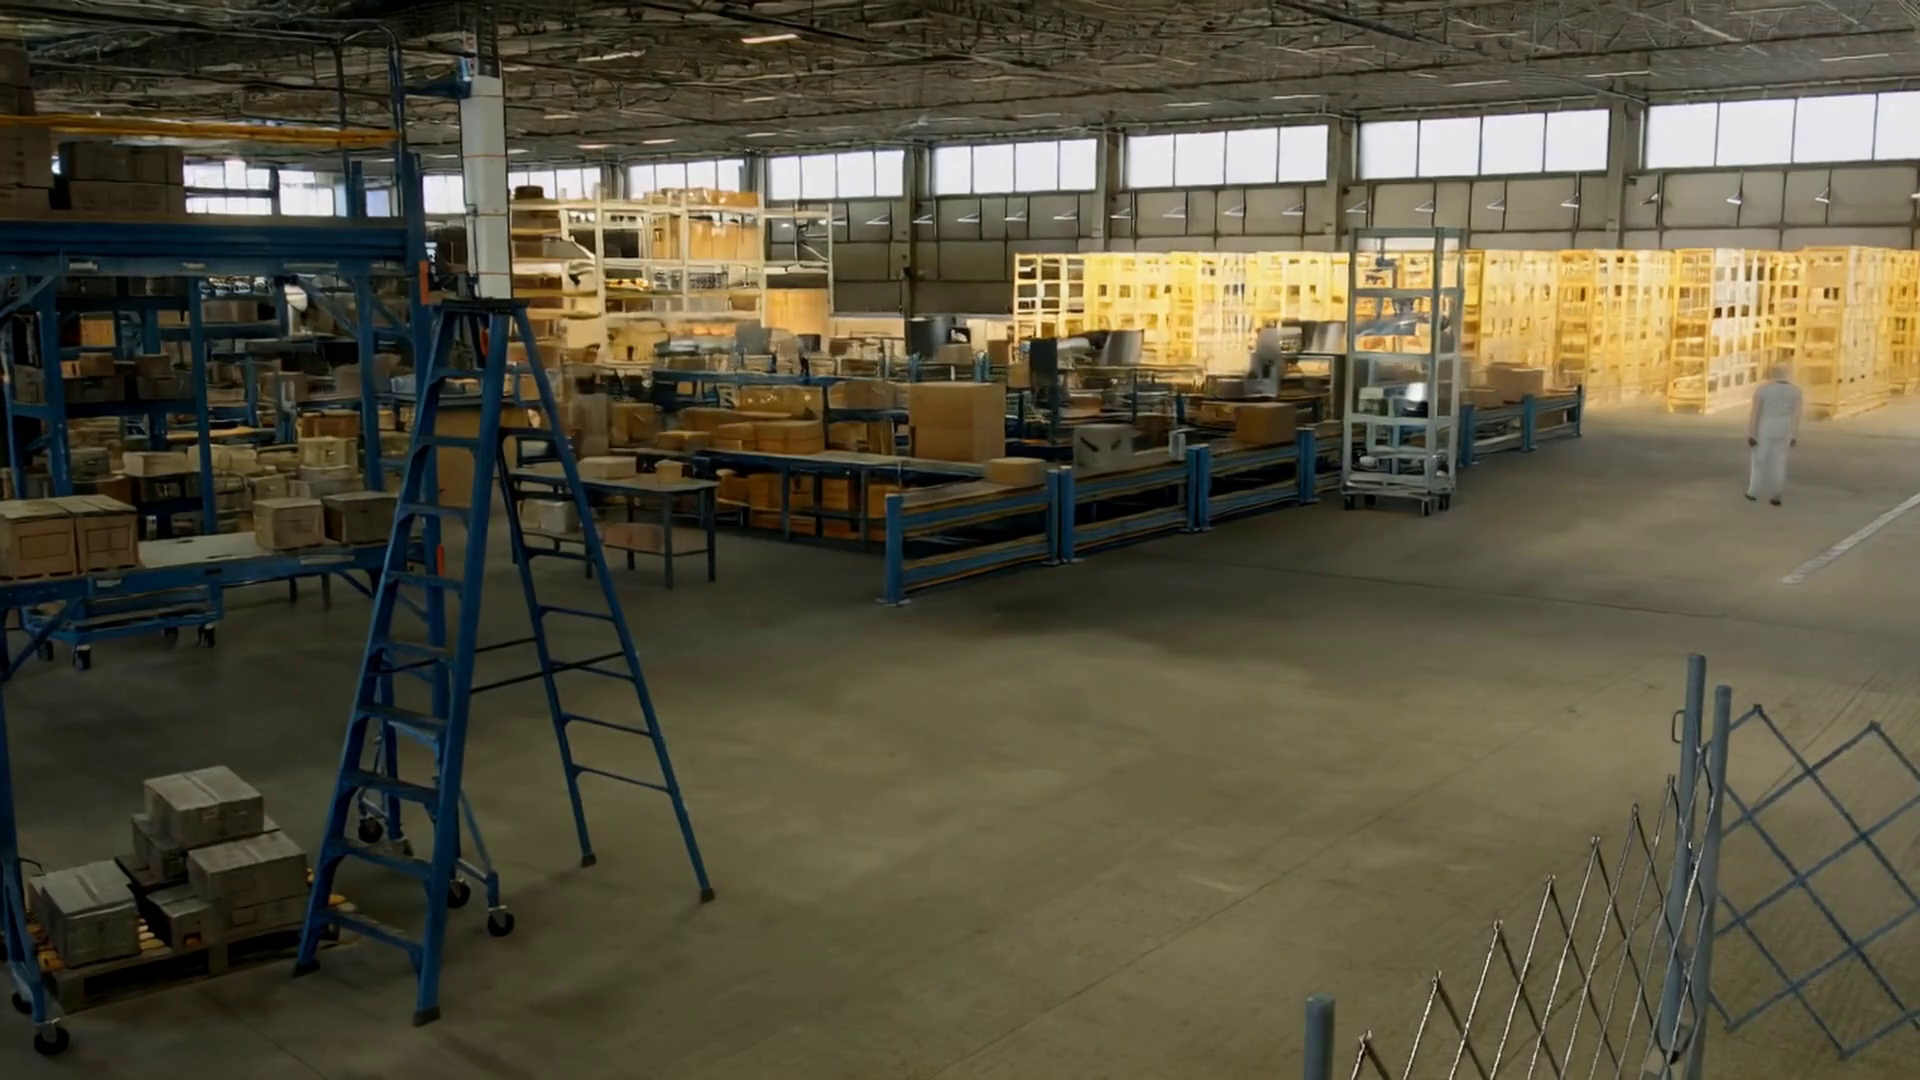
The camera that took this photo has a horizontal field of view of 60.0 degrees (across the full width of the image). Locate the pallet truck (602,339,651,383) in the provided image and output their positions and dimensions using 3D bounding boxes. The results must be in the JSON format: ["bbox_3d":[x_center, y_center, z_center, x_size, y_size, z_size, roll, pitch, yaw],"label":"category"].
[{"bbox_3d":[-8.991,-4.871,45.351,0.653,1.274,1.630,7,11,37],"label":"pallet truck"}]

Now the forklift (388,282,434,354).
[{"bbox_3d":[-16.378,-6.202,48.738,1.129,2.768,1.873,7,11,37],"label":"forklift"}]

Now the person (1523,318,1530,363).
[{"bbox_3d":[15.840,-5.344,46.599,0.389,1.846,0.564,-1,9,-7],"label":"person"}]

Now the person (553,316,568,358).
[{"bbox_3d":[-13.175,-6.560,54.786,0.549,1.643,0.886,2,9,11],"label":"person"}]

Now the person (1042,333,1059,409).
[{"bbox_3d":[1.917,-3.718,36.852,0.908,1.723,0.539,5,10,29],"label":"person"}]

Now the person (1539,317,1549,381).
[{"bbox_3d":[16.451,-5.372,46.818,0.403,1.834,0.588,6,11,33],"label":"person"}]

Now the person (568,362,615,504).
[{"bbox_3d":[-4.215,-1.000,18.907,0.607,2.023,0.684,-9,13,-43],"label":"person"}]

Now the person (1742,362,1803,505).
[{"bbox_3d":[10.744,-1.421,22.033,0.668,1.865,0.904,1,9,4],"label":"person"}]

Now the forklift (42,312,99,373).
[{"bbox_3d":[-23.779,-5.451,44.052,1.873,2.768,1.129,7,11,36],"label":"forklift"}]

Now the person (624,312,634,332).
[{"bbox_3d":[-11.568,-7.155,58.323,0.529,1.714,0.932,7,11,36],"label":"person"}]

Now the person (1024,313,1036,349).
[{"bbox_3d":[2.239,-6.094,51.162,0.638,1.889,0.894,5,10,28],"label":"person"}]

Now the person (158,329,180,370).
[{"bbox_3d":[-23.828,-5.859,49.682,0.561,1.879,1.036,9,13,44],"label":"person"}]

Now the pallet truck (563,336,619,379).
[{"bbox_3d":[-10.690,-5.294,48.215,1.601,1.201,0.680,-5,10,-26],"label":"pallet truck"}]

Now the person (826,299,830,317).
[{"bbox_3d":[-5.702,-9.127,69.790,0.672,1.979,0.634,6,11,35],"label":"person"}]

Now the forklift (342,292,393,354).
[{"bbox_3d":[-16.485,-5.622,45.120,1.129,2.768,1.873,7,11,37],"label":"forklift"}]
